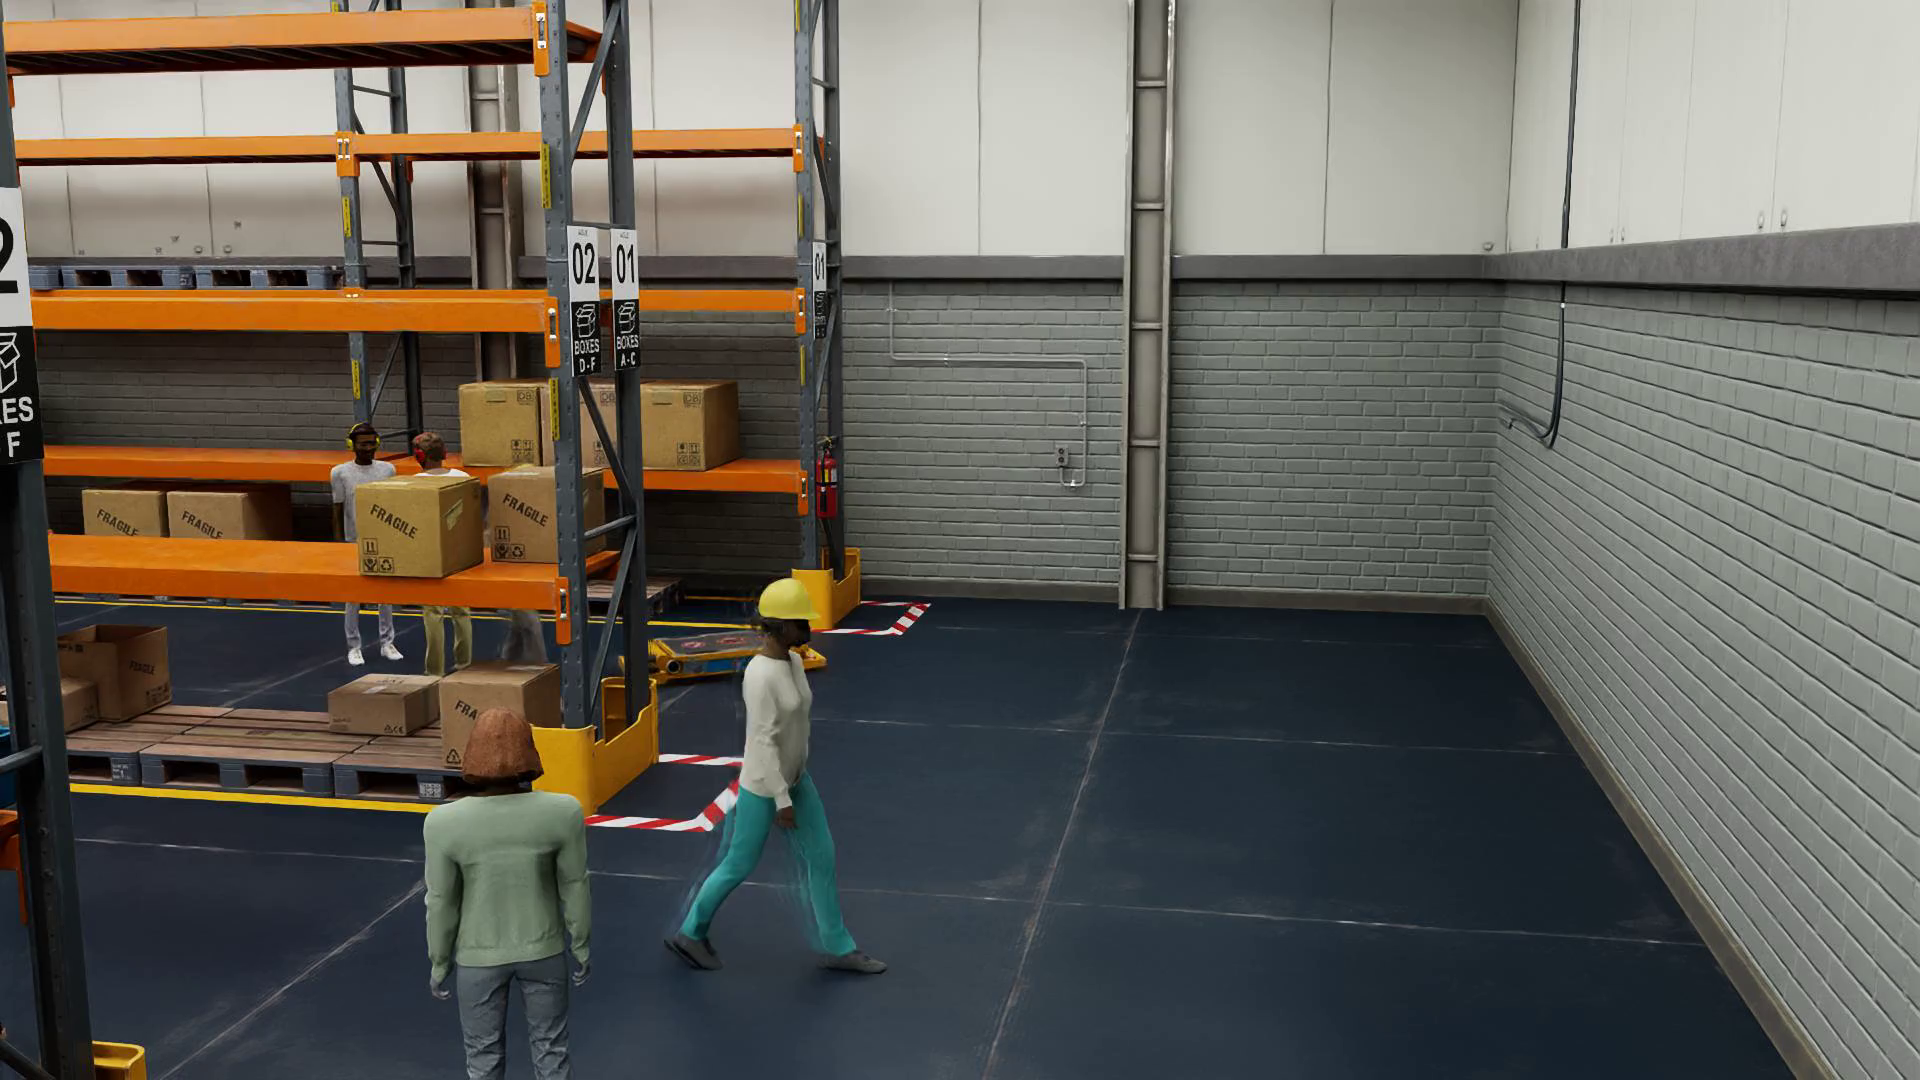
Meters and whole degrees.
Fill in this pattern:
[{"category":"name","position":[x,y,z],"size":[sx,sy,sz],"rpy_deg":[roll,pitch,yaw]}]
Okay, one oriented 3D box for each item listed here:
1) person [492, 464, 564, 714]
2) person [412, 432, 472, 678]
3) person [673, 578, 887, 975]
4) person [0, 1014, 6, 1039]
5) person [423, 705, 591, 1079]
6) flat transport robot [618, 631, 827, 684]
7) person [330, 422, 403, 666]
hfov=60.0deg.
[{"category":"person","position":[-2.876,0.332,11.282],"size":[0.852,1.698,0.496],"rpy_deg":[3,10,19]},{"category":"person","position":[-3.770,0.140,12.044],"size":[0.390,1.838,0.563],"rpy_deg":[7,11,36]},{"category":"person","position":[-0.809,1.006,7.029],"size":[0.903,1.722,0.525],"rpy_deg":[3,10,19]},{"category":"person","position":[-3.926,0.995,6.264],"size":[0.614,1.990,0.392],"rpy_deg":[4,10,24]},{"category":"person","position":[-1.426,1.331,5.287],"size":[0.508,1.631,0.264],"rpy_deg":[-3,10,-19]},{"category":"flat transport robot","position":[-1.780,0.856,12.451],"size":[1.431,0.197,0.652],"rpy_deg":[-4,10,-23]},{"category":"person","position":[-4.519,0.026,12.696],"size":[0.516,1.861,0.319],"rpy_deg":[-7,11,-36]}]
